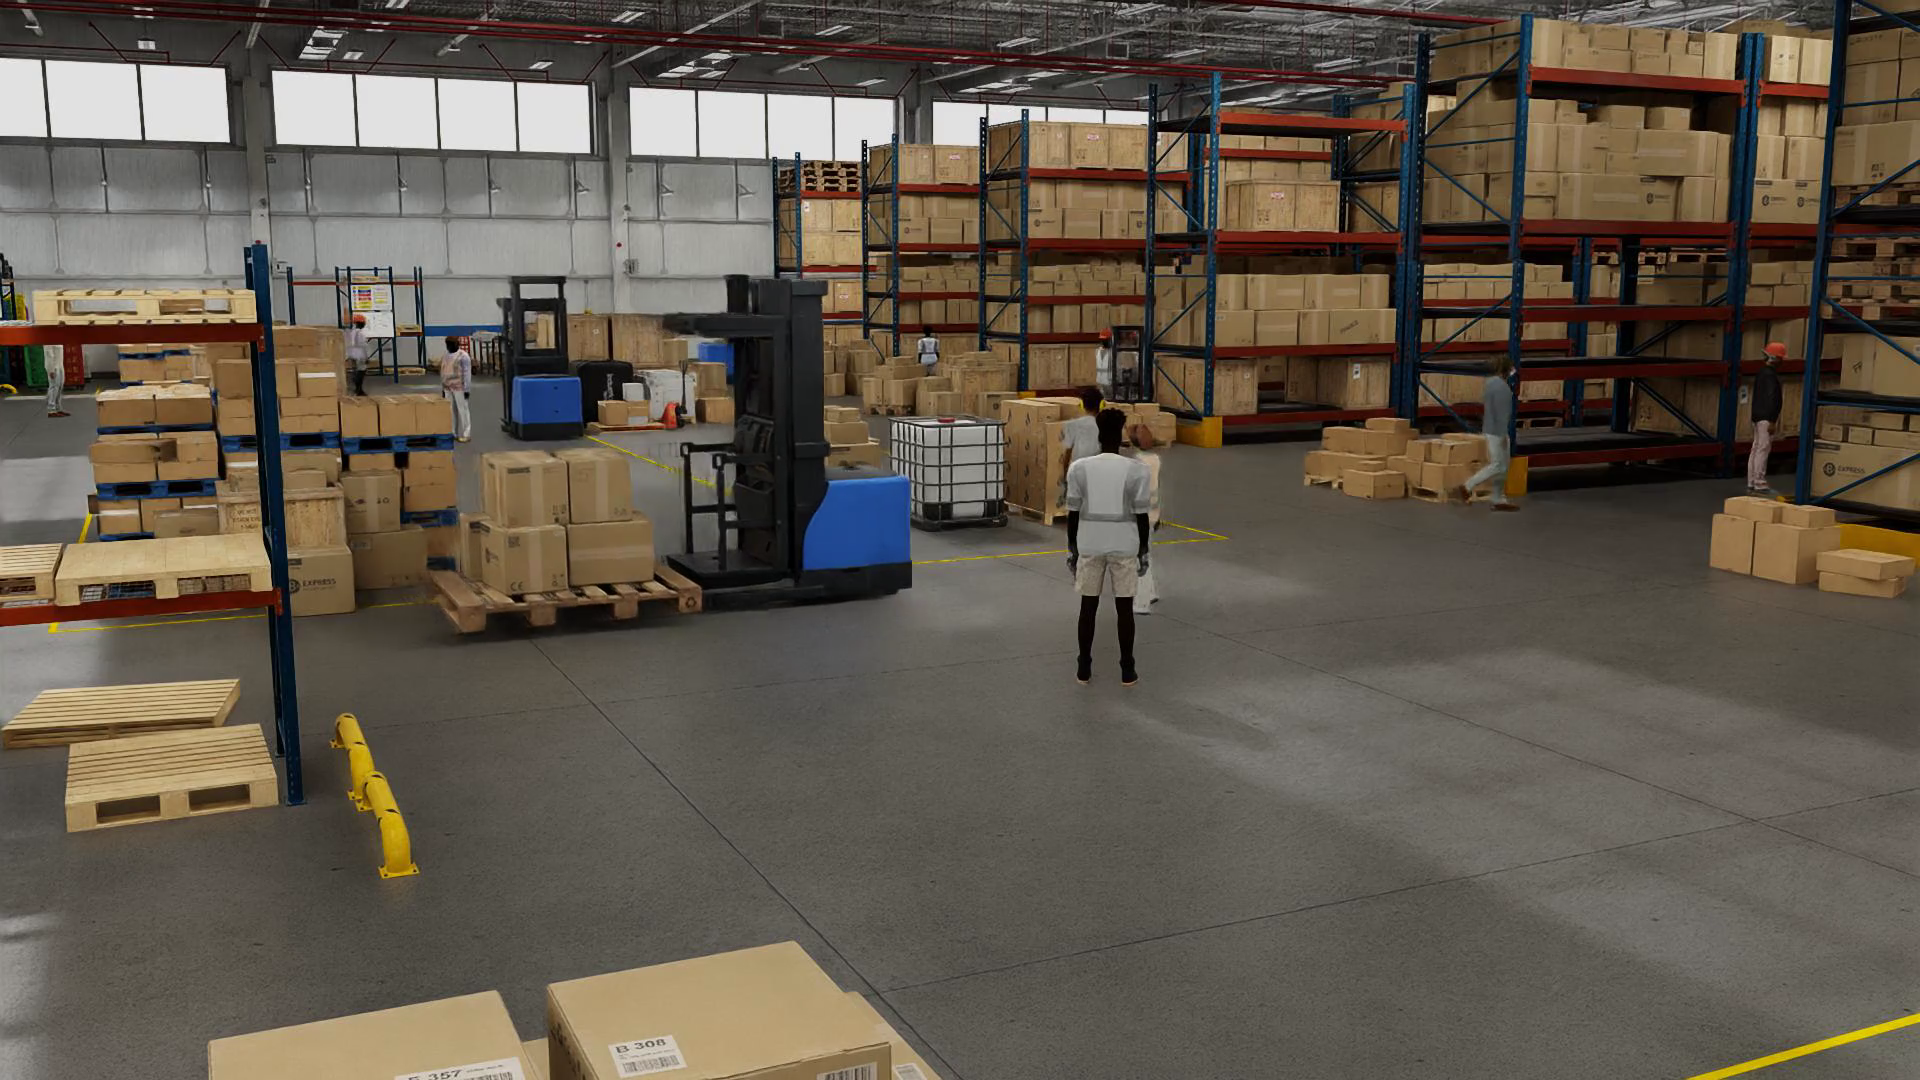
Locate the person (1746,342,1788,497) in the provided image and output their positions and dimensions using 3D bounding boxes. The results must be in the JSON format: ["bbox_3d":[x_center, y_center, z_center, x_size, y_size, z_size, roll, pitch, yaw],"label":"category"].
[{"bbox_3d":[10.447,-1.559,21.524,0.391,1.986,0.609,2,9,12],"label":"person"}]

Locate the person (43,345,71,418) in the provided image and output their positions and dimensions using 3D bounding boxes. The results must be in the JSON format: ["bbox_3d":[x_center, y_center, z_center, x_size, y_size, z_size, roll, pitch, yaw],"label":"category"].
[{"bbox_3d":[-18.004,-3.393,33.103,0.368,1.929,0.627,-2,9,-10],"label":"person"}]

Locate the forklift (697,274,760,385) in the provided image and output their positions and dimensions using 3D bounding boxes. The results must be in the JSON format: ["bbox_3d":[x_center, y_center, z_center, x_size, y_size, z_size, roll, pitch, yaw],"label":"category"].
[{"bbox_3d":[-5.627,-5.302,41.980,1.873,2.768,1.129,-4,10,-25],"label":"forklift"}]

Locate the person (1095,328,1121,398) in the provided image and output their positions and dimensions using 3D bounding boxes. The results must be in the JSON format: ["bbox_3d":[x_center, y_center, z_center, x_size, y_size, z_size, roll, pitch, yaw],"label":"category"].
[{"bbox_3d":[2.684,-2.861,29.870,0.550,1.910,0.921,8,12,40],"label":"person"}]

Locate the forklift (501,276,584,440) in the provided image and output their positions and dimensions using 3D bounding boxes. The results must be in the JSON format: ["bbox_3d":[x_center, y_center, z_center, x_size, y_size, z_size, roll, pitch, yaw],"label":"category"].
[{"bbox_3d":[-7.326,-3.216,29.037,1.129,2.768,1.873,-4,10,-25],"label":"forklift"}]

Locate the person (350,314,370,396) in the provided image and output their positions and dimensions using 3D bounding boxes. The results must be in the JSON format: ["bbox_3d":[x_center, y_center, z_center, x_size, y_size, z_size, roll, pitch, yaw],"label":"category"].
[{"bbox_3d":[-13.831,-4.256,38.451,0.462,1.921,0.579,-8,12,-40],"label":"person"}]

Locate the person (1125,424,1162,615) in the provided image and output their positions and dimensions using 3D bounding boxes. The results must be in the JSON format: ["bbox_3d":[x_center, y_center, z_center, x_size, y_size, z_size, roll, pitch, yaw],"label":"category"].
[{"bbox_3d":[1.500,-0.169,14.031,0.374,1.626,0.516,6,11,34],"label":"person"}]

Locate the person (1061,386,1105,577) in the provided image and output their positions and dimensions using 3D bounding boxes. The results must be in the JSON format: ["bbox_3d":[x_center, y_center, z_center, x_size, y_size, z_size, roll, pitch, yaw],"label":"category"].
[{"bbox_3d":[1.237,-0.544,15.726,0.527,1.829,0.982,4,10,23],"label":"person"}]

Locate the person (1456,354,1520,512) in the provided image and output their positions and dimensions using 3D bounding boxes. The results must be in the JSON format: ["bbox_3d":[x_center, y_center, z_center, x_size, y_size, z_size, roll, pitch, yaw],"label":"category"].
[{"bbox_3d":[6.393,-1.275,19.980,0.673,1.918,0.638,2,9,13],"label":"person"}]

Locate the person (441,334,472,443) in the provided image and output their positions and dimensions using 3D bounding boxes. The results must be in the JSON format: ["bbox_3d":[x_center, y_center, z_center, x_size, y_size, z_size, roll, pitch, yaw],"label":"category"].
[{"bbox_3d":[-8.577,-2.570,28.254,0.628,1.841,0.429,6,11,31],"label":"person"}]

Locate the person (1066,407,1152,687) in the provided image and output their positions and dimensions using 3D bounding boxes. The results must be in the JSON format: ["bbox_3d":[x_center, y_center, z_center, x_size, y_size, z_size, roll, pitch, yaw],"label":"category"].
[{"bbox_3d":[1.037,0.053,11.639,0.603,1.955,0.386,2,9,13],"label":"person"}]

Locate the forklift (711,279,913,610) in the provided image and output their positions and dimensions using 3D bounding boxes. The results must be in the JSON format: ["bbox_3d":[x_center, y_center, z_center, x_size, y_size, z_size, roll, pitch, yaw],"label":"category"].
[{"bbox_3d":[-1.460,-0.908,14.722,1.873,2.768,1.129,-4,10,-25],"label":"forklift"}]

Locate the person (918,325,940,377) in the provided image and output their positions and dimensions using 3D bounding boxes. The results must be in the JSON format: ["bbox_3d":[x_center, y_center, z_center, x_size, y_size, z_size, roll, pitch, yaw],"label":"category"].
[{"bbox_3d":[-0.714,-3.995,37.565,0.580,1.697,0.319,-4,10,-23],"label":"person"}]

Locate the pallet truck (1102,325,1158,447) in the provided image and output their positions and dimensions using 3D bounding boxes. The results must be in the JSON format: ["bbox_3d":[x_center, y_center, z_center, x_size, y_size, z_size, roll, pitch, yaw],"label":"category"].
[{"bbox_3d":[2.881,-2.596,27.923,0.823,1.965,1.885,-1,9,-7],"label":"pallet truck"}]
